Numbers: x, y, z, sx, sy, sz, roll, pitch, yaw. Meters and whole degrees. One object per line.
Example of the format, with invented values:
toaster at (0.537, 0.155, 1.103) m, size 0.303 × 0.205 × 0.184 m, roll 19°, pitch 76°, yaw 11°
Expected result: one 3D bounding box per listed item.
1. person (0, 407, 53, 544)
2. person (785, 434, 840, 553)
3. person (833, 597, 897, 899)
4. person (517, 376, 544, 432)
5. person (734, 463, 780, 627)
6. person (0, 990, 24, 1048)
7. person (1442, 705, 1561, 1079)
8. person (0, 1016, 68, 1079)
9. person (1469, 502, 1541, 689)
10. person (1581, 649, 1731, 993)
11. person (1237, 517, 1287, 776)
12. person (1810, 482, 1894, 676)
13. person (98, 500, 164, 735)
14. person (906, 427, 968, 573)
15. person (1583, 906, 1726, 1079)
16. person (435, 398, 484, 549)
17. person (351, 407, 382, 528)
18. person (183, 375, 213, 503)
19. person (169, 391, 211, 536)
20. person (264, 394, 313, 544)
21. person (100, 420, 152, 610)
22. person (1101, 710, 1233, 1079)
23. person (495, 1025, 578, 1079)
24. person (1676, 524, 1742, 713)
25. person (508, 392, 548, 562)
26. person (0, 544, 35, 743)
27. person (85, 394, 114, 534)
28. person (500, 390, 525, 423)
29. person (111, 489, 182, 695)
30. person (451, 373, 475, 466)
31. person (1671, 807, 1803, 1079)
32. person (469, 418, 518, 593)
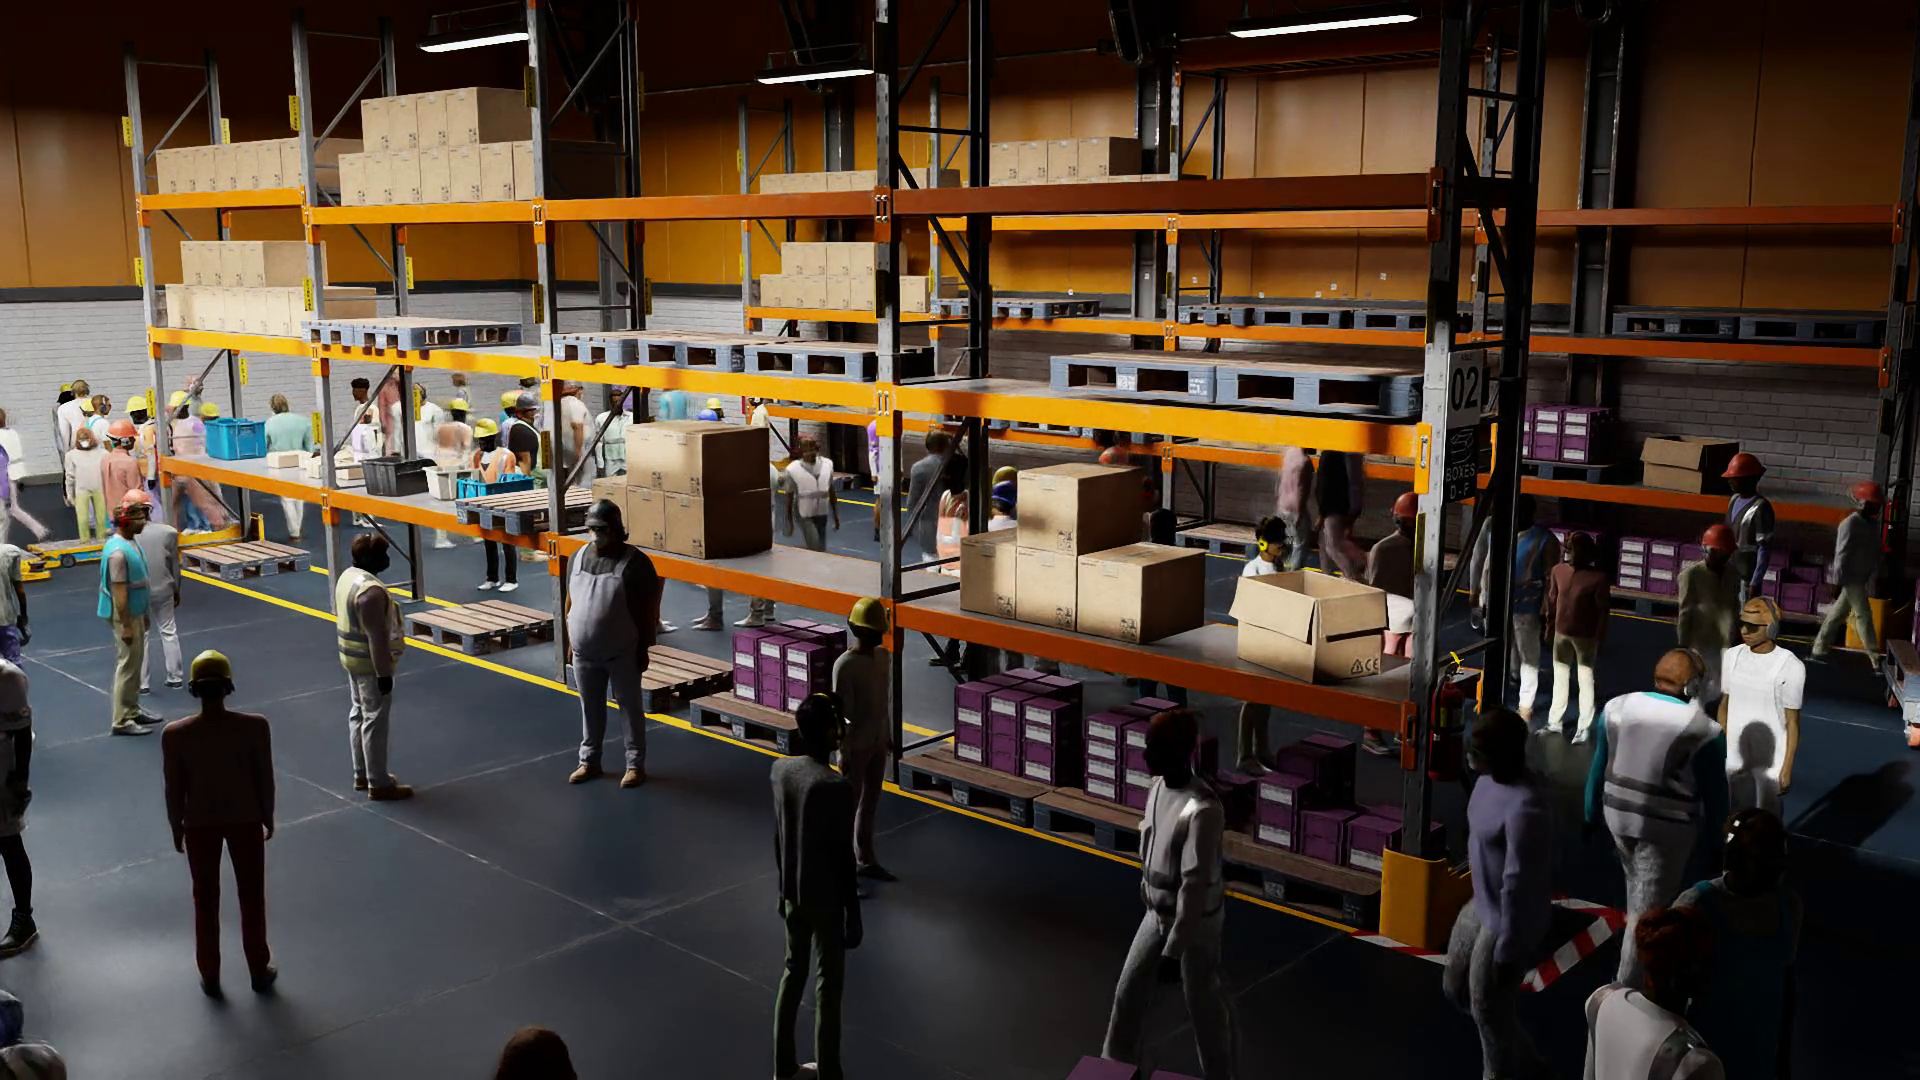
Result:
person at (-11.731, -0.749, 20.607) m, size 0.833 × 1.812 × 0.615 m, roll -1°, pitch 10°, yaw -7°
person at (-1.634, -0.257, 17.832) m, size 0.585 × 1.807 × 0.777 m, roll -8°, pitch 13°, yaw -39°
person at (-0.542, 1.193, 9.728) m, size 0.328 × 1.765 × 0.532 m, roll 6°, pitch 12°, yaw 30°
person at (-7.238, -2.014, 27.962) m, size 0.490 × 1.730 × 0.321 m, roll 2°, pitch 10°, yaw 10°
person at (-2.048, -0.090, 16.566) m, size 0.409 × 1.913 × 0.639 m, roll 3°, pitch 11°, yaw 19°
person at (-3.057, 1.942, 5.063) m, size 0.597 × 1.914 × 0.371 m, roll 2°, pitch 10°, yaw 13°
person at (2.265, 1.606, 6.954) m, size 0.439 × 1.914 × 0.660 m, roll 1°, pitch 10°, yaw 5°
person at (-2.619, 2.046, 4.522) m, size 0.493 × 1.898 × 0.653 m, roll 3°, pitch 11°, yaw 19°
person at (4.652, 0.375, 14.216) m, size 0.635 × 1.820 × 0.411 m, roll -1°, pitch 10°, yaw -7°
person at (3.510, 1.425, 8.284) m, size 0.764 × 1.809 × 0.652 m, roll -7°, pitch 12°, yaw -35°
person at (2.203, 0.748, 11.953) m, size 0.325 × 1.870 × 0.523 m, roll 7°, pitch 12°, yaw 33°
person at (8.026, 0.330, 14.751) m, size 0.574 × 1.702 × 0.873 m, roll -9°, pitch 14°, yaw -43°
person at (-6.462, 0.600, 12.903) m, size 0.384 × 1.832 × 0.561 m, roll -3°, pitch 10°, yaw -16°
person at (-0.269, -0.207, 17.170) m, size 0.664 × 1.923 × 0.494 m, roll -5°, pitch 11°, yaw -26°
person at (2.054, 1.985, 4.920) m, size 0.355 × 1.882 × 0.576 m, roll -2°, pitch 10°, yaw -14°
person at (-6.322, -0.837, 20.966) m, size 0.621 × 1.856 × 0.939 m, roll 5°, pitch 11°, yaw 25°
person at (-8.012, -0.976, 22.379) m, size 0.519 × 1.630 × 0.323 m, roll 9°, pitch 14°, yaw 42°
person at (-11.213, -1.472, 24.442) m, size 0.400 × 1.893 × 0.657 m, roll -4°, pitch 11°, yaw -22°
person at (-10.019, -0.977, 21.569) m, size 0.590 × 1.918 × 0.396 m, roll 6°, pitch 12°, yaw 30°
person at (-8.685, -0.924, 21.344) m, size 0.633 × 1.895 × 0.897 m, roll -9°, pitch 14°, yaw -43°
person at (-8.620, -0.251, 17.239) m, size 0.611 × 1.995 × 0.375 m, roll 6°, pitch 12°, yaw 31°
person at (0.806, 1.634, 7.003) m, size 0.886 × 1.852 × 0.580 m, roll -4°, pitch 11°, yaw -20°
person at (-1.188, 2.177, 4.633) m, size 0.503 × 1.605 × 0.715 m, roll 0°, pitch 10°, yaw -3°
person at (5.591, 0.719, 12.498) m, size 0.571 × 1.735 × 0.485 m, roll -3°, pitch 10°, yaw -17°
person at (-5.154, -0.767, 20.027) m, size 0.536 × 2.000 × 0.682 m, roll -2°, pitch 10°, yaw -13°
person at (-7.266, 0.653, 12.479) m, size 0.517 × 1.874 × 0.328 m, roll -8°, pitch 13°, yaw -39°
person at (-11.272, -0.994, 21.896) m, size 0.504 × 1.839 × 0.349 m, roll 8°, pitch 13°, yaw 37°
person at (-6.293, -1.268, 23.719) m, size 0.573 × 1.737 × 0.353 m, roll 7°, pitch 12°, yaw 35°
person at (-6.886, 0.434, 14.077) m, size 0.349 × 1.744 × 0.568 m, roll 10°, pitch 14°, yaw 44°
person at (-8.532, -2.062, 28.508) m, size 0.362 × 1.616 × 0.531 m, roll -2°, pitch 10°, yaw -11°
person at (2.747, 1.829, 5.949) m, size 0.504 × 1.838 × 0.338 m, roll -2°, pitch 10°, yaw -12°
person at (-5.109, -0.378, 18.191) m, size 0.581 × 1.919 × 0.403 m, roll 3°, pitch 11°, yaw 19°
